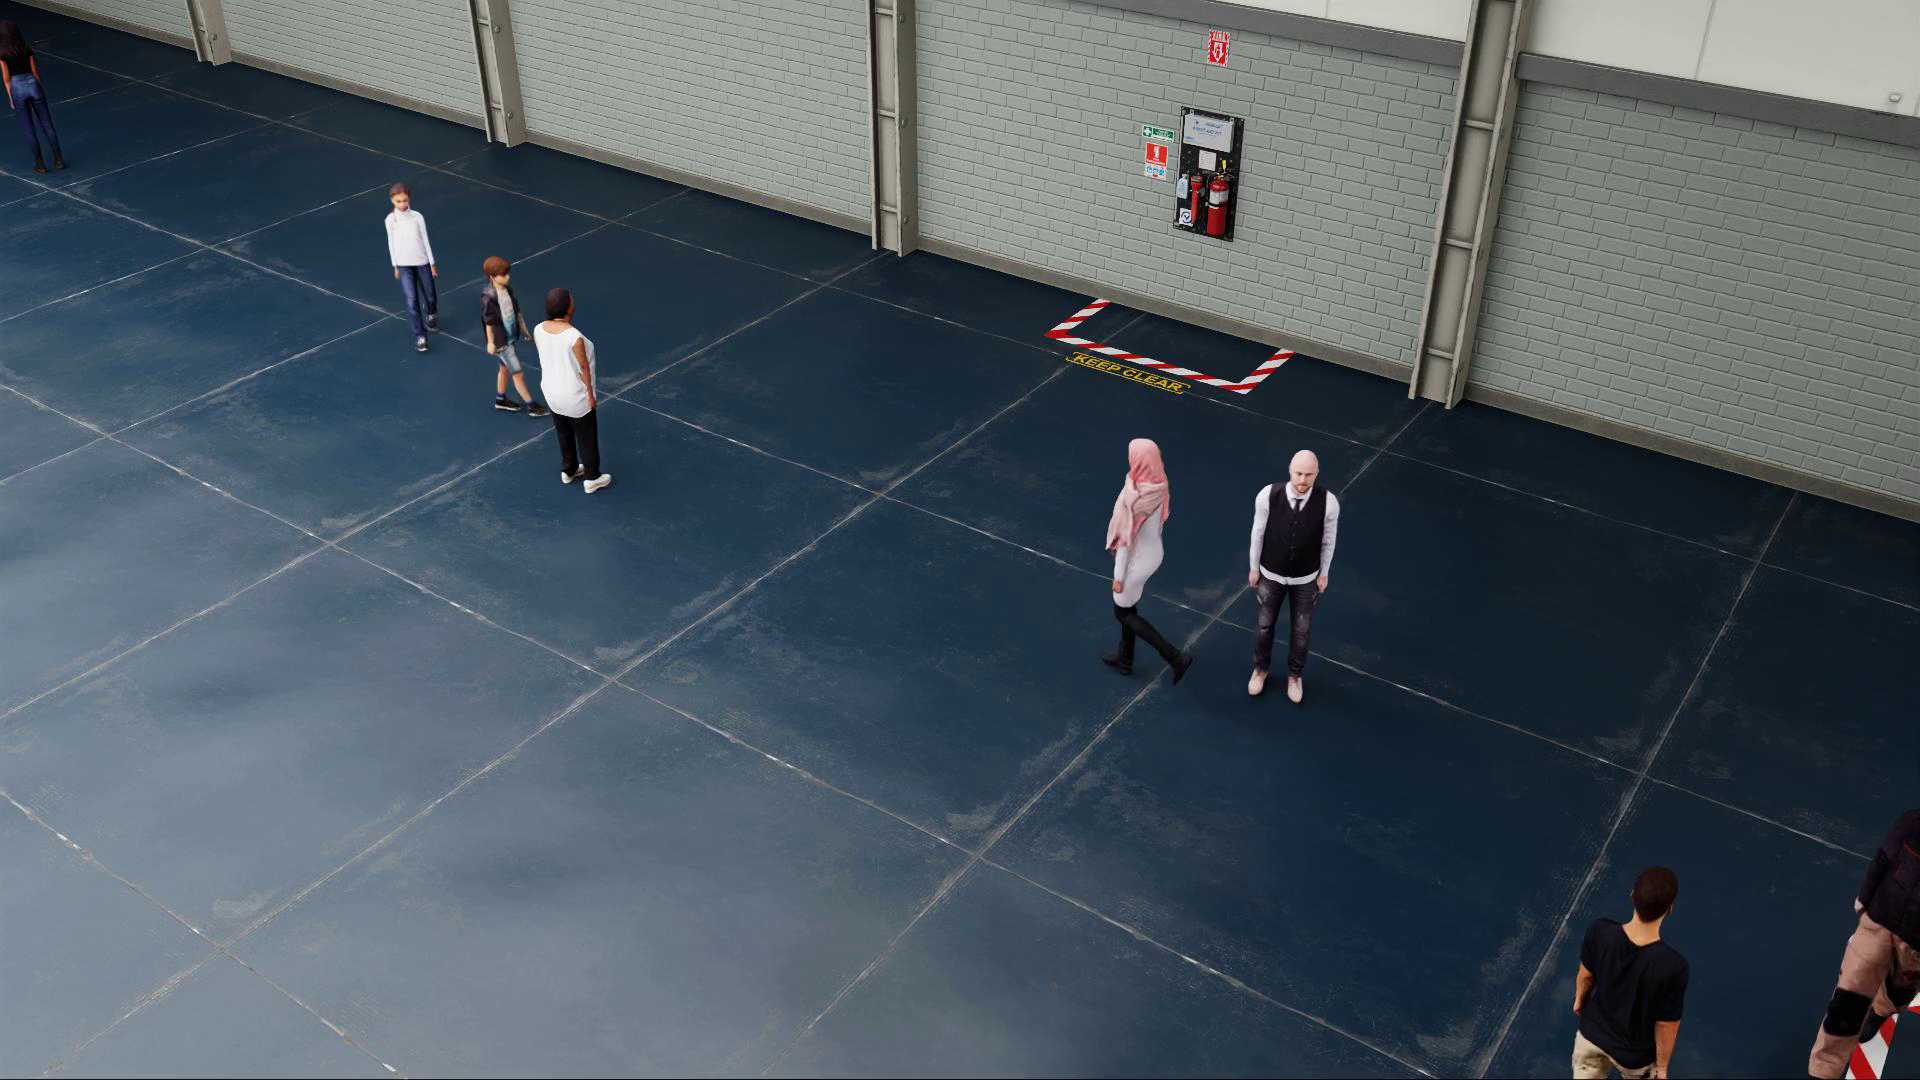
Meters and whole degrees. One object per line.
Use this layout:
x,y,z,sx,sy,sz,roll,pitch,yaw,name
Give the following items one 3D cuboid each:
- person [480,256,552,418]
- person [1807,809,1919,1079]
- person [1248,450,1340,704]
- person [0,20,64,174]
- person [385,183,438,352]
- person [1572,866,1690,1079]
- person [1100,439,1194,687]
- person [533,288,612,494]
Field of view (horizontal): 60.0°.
-3.935,-1.734,14.168,0.900,1.427,0.716,8,33,13,person
4.633,1.868,8.053,1.223,1.860,0.872,27,41,35,person
2.122,0.212,10.711,0.693,1.824,0.833,6,33,10,person
-10.811,-5.144,19.285,0.555,1.736,0.562,25,40,34,person
-5.051,-2.578,15.398,0.854,1.543,0.960,-9,33,-14,person
2.890,2.292,7.416,0.848,1.823,0.767,25,40,34,person
1.235,0.197,10.774,0.962,1.783,0.629,20,37,29,person
-3.049,-1.184,13.053,0.526,1.687,0.695,20,37,29,person
